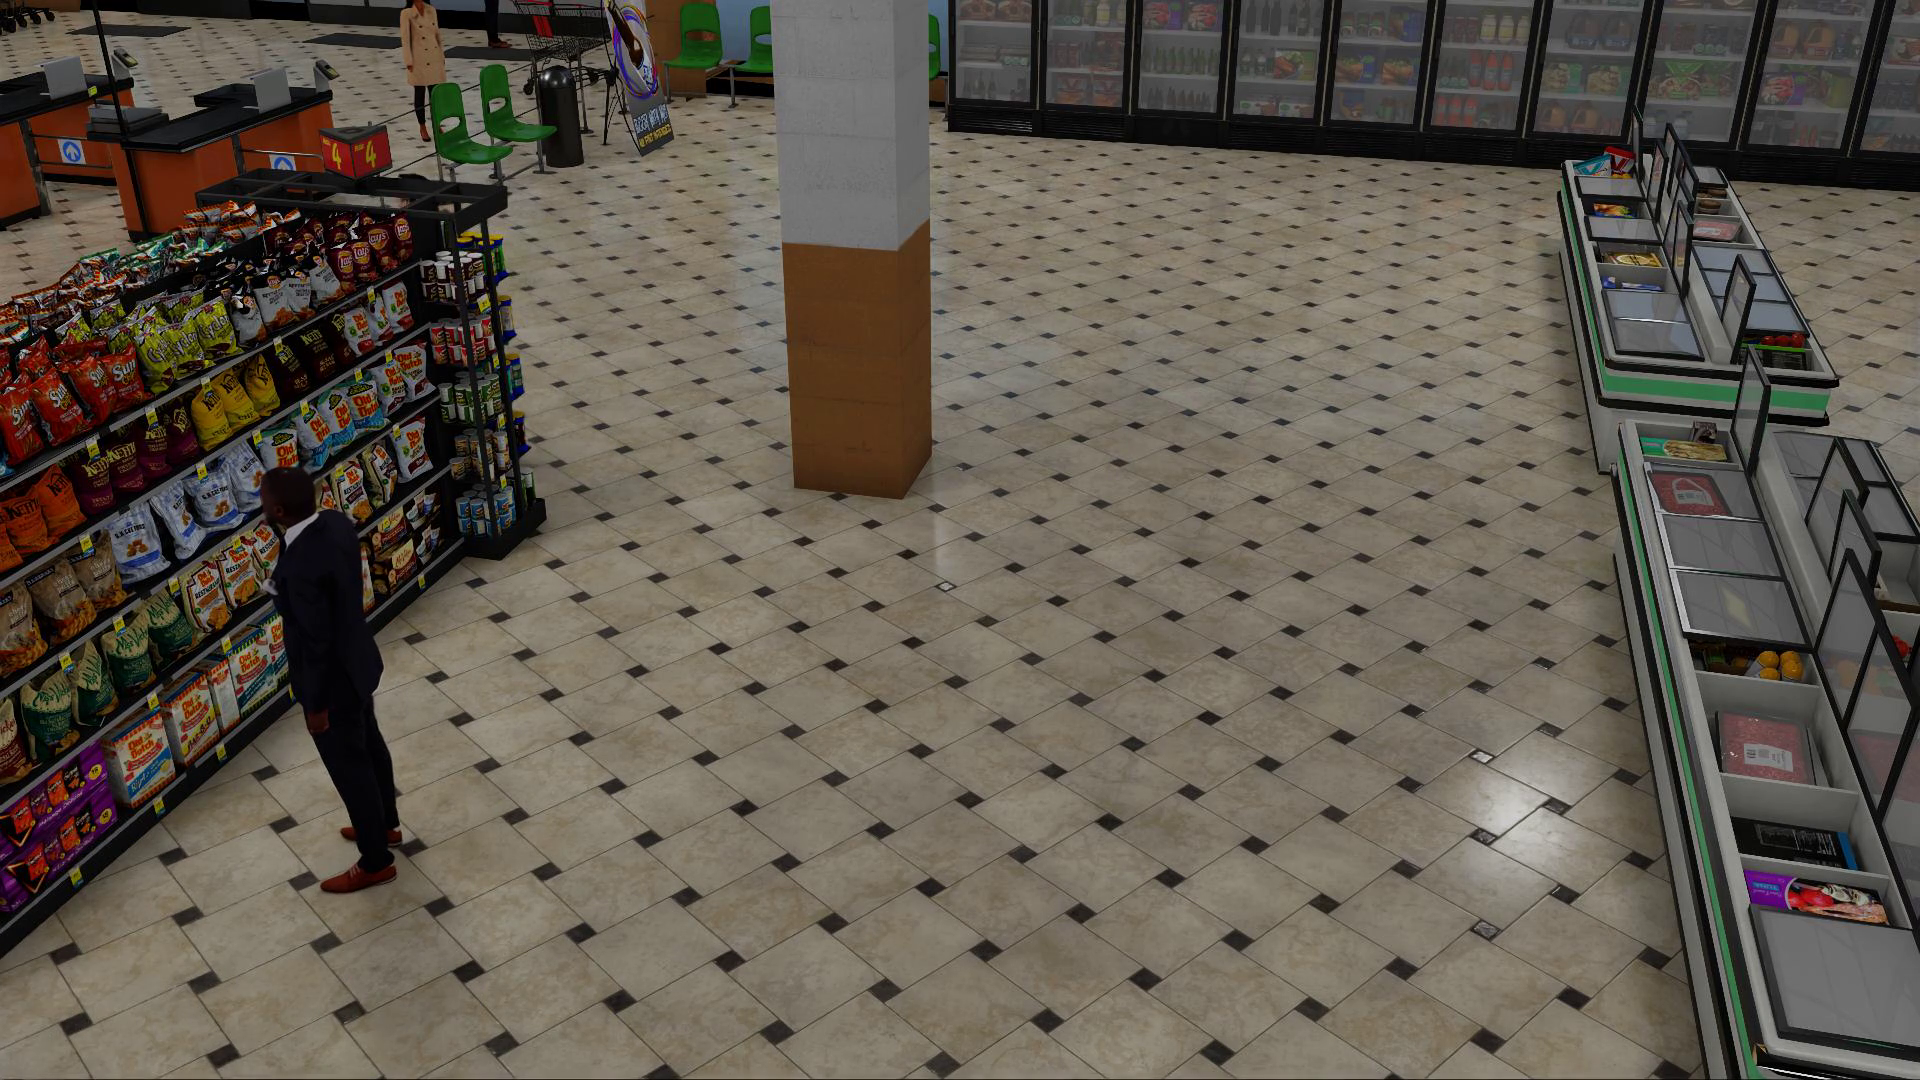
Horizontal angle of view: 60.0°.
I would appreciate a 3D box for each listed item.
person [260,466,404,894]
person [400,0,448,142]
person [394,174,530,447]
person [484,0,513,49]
[{"bbox_3d":[-2.448,0.536,6.522,0.826,1.824,0.653,-2,27,-4],"label":"person"},{"bbox_3d":[-5.782,-5.180,17.951,0.770,1.681,0.641,23,35,38],"label":"person"},{"bbox_3d":[-3.088,-1.297,10.117,0.815,1.842,1.117,5,27,9],"label":"person"},{"bbox_3d":[-6.439,-7.626,22.728,0.762,1.724,0.694,-14,30,-25],"label":"person"}]
